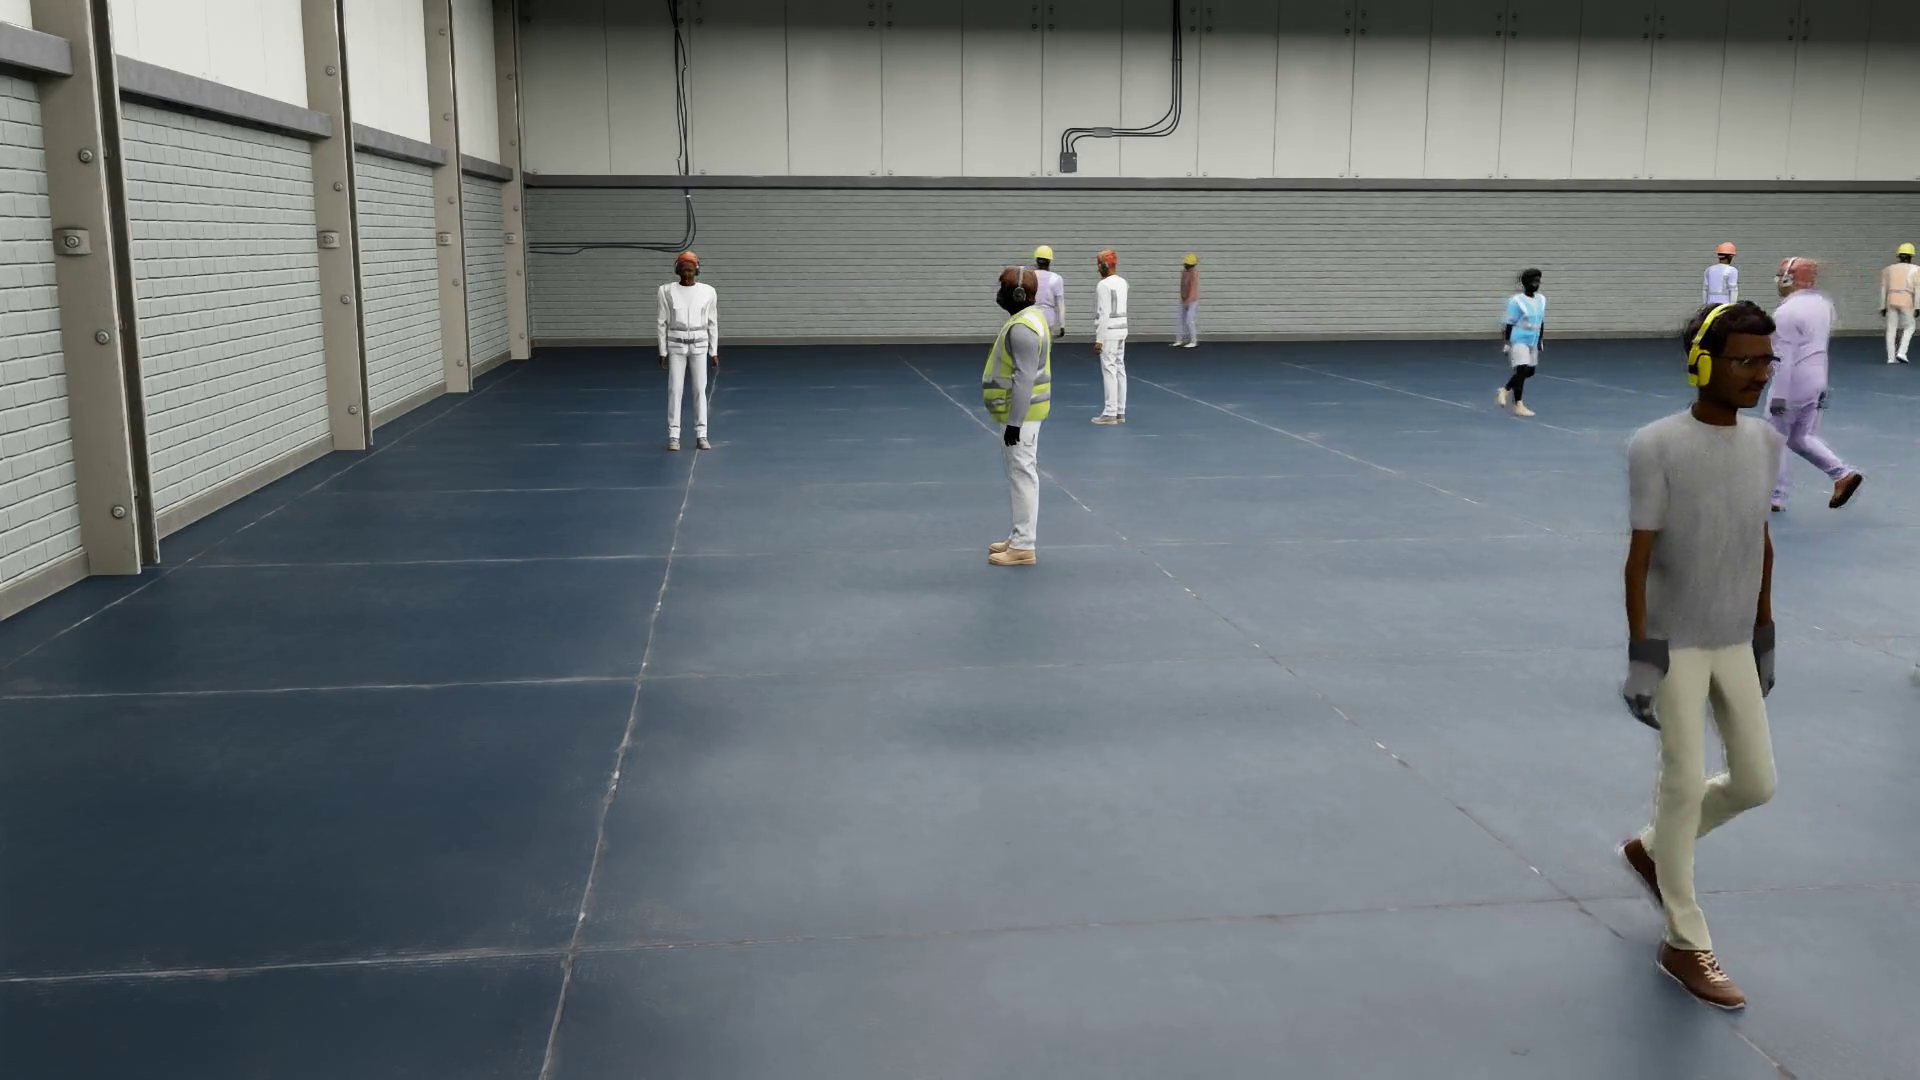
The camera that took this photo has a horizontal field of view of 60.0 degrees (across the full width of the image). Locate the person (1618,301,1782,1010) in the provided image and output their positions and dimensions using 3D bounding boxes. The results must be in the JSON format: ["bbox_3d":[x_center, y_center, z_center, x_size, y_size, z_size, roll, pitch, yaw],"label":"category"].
[{"bbox_3d":[2.014,0.286,4.508,0.565,1.859,0.539,-3,11,-17],"label":"person"}]

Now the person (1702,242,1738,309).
[{"bbox_3d":[11.418,-3.481,24.946,0.364,1.934,0.553,-6,12,-28],"label":"person"}]

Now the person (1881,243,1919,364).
[{"bbox_3d":[15.027,-3.761,26.525,0.500,1.912,0.611,-8,13,-38],"label":"person"}]

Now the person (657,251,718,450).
[{"bbox_3d":[-2.589,-1.794,15.828,0.572,1.887,0.354,-3,11,-14],"label":"person"}]

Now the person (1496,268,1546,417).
[{"bbox_3d":[6.342,-2.258,18.919,0.546,1.680,0.605,-6,12,-30],"label":"person"}]

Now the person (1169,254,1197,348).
[{"bbox_3d":[4.107,-4.339,30.248,0.632,1.707,0.596,-5,12,-27],"label":"person"}]

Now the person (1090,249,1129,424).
[{"bbox_3d":[1.627,-2.192,18.010,0.358,1.886,0.574,6,12,31],"label":"person"}]

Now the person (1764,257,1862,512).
[{"bbox_3d":[6.174,-1.117,12.134,0.653,1.886,0.692,-9,14,-40],"label":"person"}]

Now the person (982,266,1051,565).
[{"bbox_3d":[0.350,-0.771,10.341,0.429,1.846,0.627,1,10,3],"label":"person"}]

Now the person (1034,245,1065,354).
[{"bbox_3d":[1.065,-2.815,21.366,0.607,1.905,0.514,4,11,20],"label":"person"}]
